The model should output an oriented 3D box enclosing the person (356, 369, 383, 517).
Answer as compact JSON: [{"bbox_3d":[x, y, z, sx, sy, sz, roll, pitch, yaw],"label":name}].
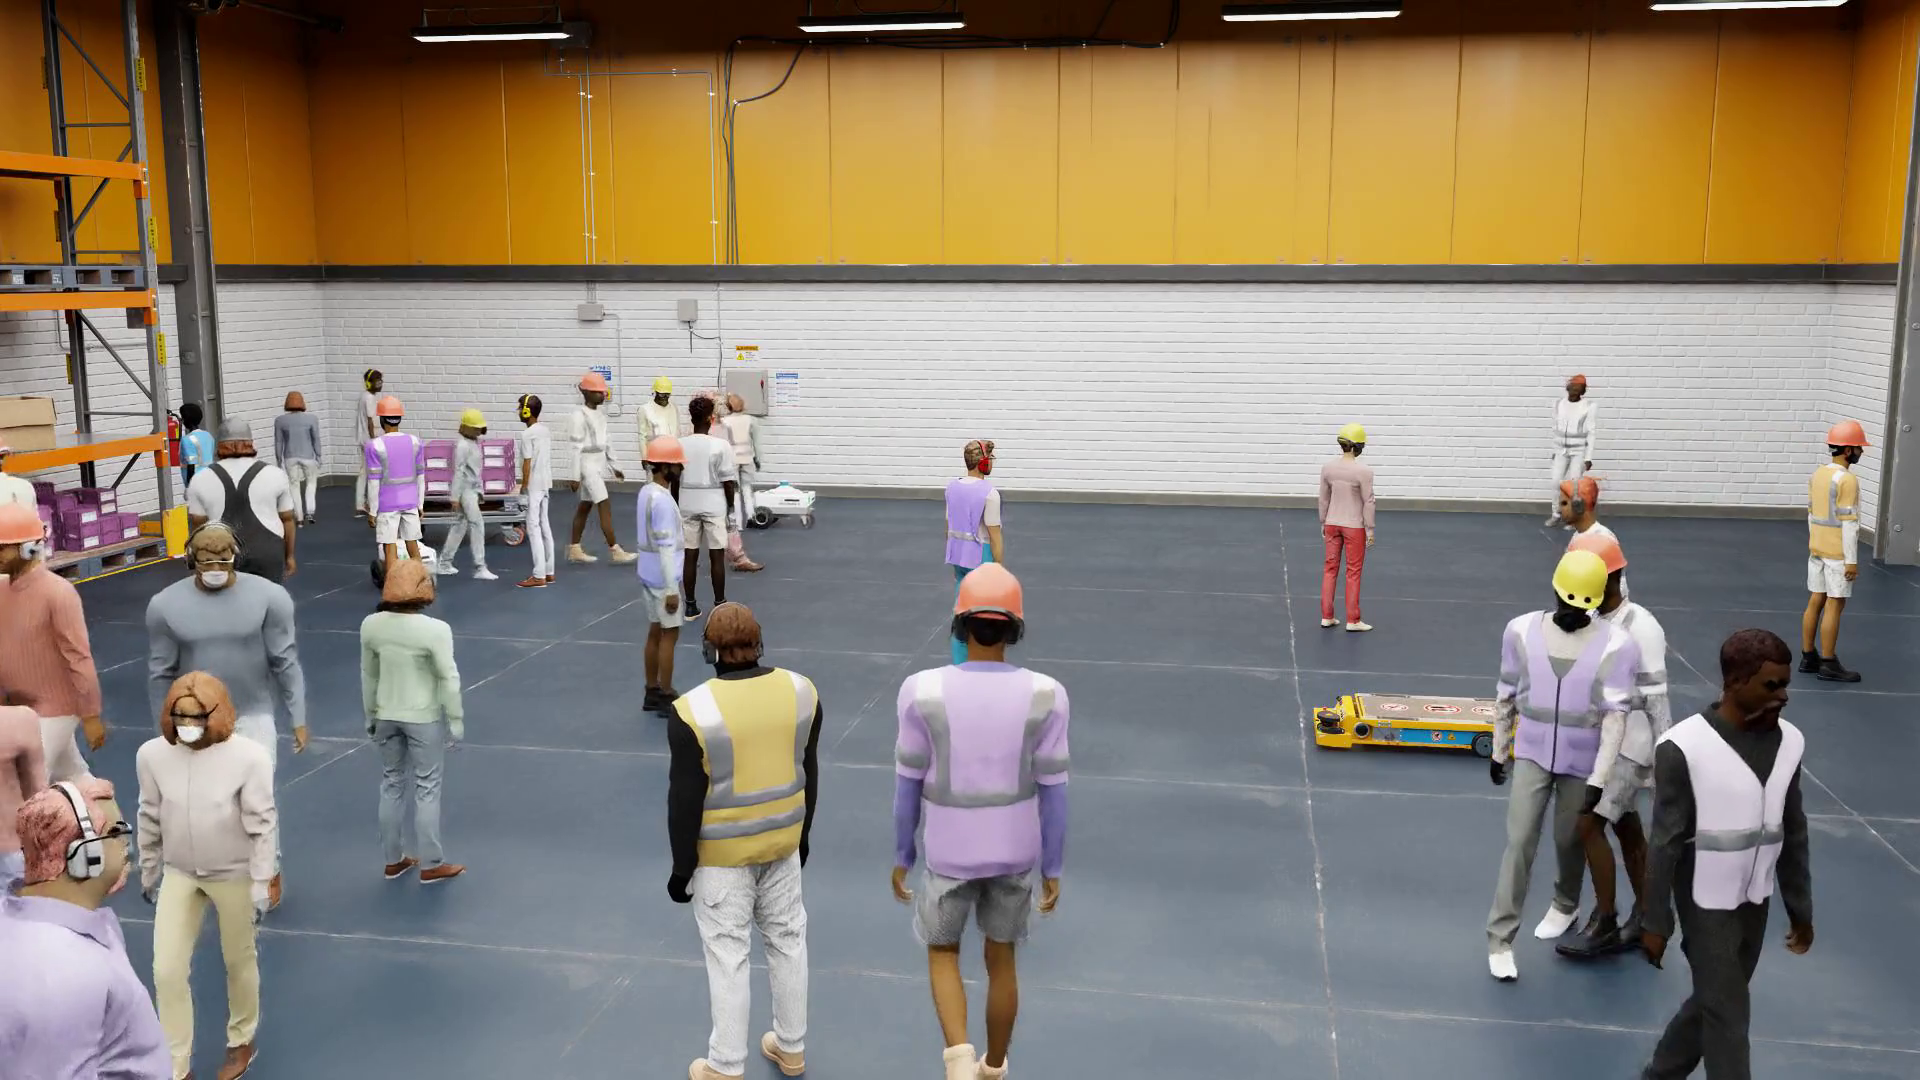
[{"bbox_3d":[-7.250,-1.181,20.504,0.483,1.839,0.649,-4,10,-26],"label":"person"}]

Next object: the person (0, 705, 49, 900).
[{"bbox_3d":[-3.676,1.176,6.232,0.524,1.729,0.867,-6,11,-34],"label":"person"}]

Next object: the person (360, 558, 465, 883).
[{"bbox_3d":[-2.719,0.902,8.253,0.544,1.632,0.294,3,10,16],"label":"person"}]

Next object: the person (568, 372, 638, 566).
[{"bbox_3d":[-3.679,-0.722,17.196,0.965,2.000,0.615,1,9,6],"label":"person"}]

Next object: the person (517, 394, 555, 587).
[{"bbox_3d":[-4.120,-0.474,16.084,0.332,1.866,0.515,2,9,10],"label":"person"}]

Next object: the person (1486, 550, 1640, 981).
[{"bbox_3d":[2.631,0.944,7.303,0.620,1.871,0.919,5,11,30],"label":"person"}]

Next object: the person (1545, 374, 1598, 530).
[{"bbox_3d":[7.190,-1.021,19.487,0.480,1.848,0.599,-8,12,-42],"label":"person"}]

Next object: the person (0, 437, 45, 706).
[{"bbox_3d":[-6.542,0.240,11.266,0.543,1.976,0.641,1,9,7],"label":"person"}]

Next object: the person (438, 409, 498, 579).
[{"bbox_3d":[-4.925,-0.455,16.458,0.642,1.702,0.509,0,9,-3],"label":"person"}]

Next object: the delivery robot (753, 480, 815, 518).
[{"bbox_3d":[-2.087,-0.466,19.765,0.707,0.478,0.477,1,9,4],"label":"delivery robot"}]

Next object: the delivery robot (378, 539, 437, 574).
[{"bbox_3d":[-5.290,0.155,15.914,0.477,0.478,0.707,-7,11,-38],"label":"delivery robot"}]

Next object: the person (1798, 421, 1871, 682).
[{"bbox_3d":[6.524,0.081,12.385,0.356,1.939,0.543,0,9,-2],"label":"person"}]

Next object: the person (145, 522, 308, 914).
[{"bbox_3d":[-3.373,0.853,7.662,0.670,1.912,0.445,-2,9,-11],"label":"person"}]

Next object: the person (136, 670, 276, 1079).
[{"bbox_3d":[-2.753,1.265,6.034,0.532,1.606,0.678,0,9,-2],"label":"person"}]

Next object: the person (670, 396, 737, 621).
[{"bbox_3d":[-2.224,-0.265,14.440,0.603,1.966,0.367,2,9,12],"label":"person"}]

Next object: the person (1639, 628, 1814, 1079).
[{"bbox_3d":[2.579,1.215,5.520,0.612,1.884,0.828,-4,10,-26],"label":"person"}]

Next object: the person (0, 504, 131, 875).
[{"bbox_3d":[-4.451,0.802,7.893,0.661,1.938,1.013,6,11,35],"label":"person"}]

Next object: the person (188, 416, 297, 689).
[{"bbox_3d":[-5.116,0.101,11.945,0.679,2.000,0.541,-3,10,-16],"label":"person"}]

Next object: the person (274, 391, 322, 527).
[{"bbox_3d":[-7.904,-0.973,19.879,0.523,1.616,0.493,-3,10,-20],"label":"person"}]

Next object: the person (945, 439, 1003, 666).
[{"bbox_3d":[0.107,0.199,11.934,0.390,1.846,0.564,-7,12,-39],"label":"person"}]

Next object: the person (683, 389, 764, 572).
[{"bbox_3d":[-2.523,-0.601,16.872,0.983,1.867,0.645,0,9,1],"label":"person"}]

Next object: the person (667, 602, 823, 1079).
[{"bbox_3d":[-0.809,1.138,6.152,0.622,1.837,0.430,-7,11,-37],"label":"person"}]

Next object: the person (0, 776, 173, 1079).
[{"bbox_3d":[-2.122,1.484,3.977,1.027,1.858,0.643,-8,12,-40],"label":"person"}]

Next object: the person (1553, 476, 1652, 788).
[{"bbox_3d":[3.679,0.551,9.747,0.890,1.841,0.601,2,9,13],"label":"person"}]

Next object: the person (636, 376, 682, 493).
[{"bbox_3d":[-3.485,-1.004,19.475,0.589,1.822,0.403,-9,13,-43],"label":"person"}]

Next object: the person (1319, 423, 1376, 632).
[{"bbox_3d":[3.289,-0.108,14.089,0.325,1.767,0.533,-8,12,-42],"label":"person"}]

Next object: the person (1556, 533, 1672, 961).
[{"bbox_3d":[2.861,0.909,7.367,0.666,1.892,0.583,0,9,-1],"label":"person"}]

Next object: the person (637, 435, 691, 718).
[{"bbox_3d":[-2.009,0.248,11.353,0.364,1.937,0.547,-4,10,-23],"label":"person"}]

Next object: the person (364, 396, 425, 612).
[{"bbox_3d":[-5.040,-0.315,14.841,0.354,1.939,0.544,9,13,43],"label":"person"}]

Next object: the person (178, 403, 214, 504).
[{"bbox_3d":[-7.832,-0.563,17.115,0.321,1.699,0.537,0,9,0],"label":"person"}]

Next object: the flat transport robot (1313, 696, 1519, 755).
[{"bbox_3d":[3.023,1.179,10.728,1.431,0.197,0.652,2,9,10],"label":"flat transport robot"}]

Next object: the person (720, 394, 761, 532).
[{"bbox_3d":[-2.603,-0.904,19.481,0.545,1.617,0.390,-5,10,-29],"label":"person"}]

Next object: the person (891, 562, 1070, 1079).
[{"bbox_3d":[0.077,1.097,5.799,0.628,2.027,0.584,-1,9,-6],"label":"person"}]
